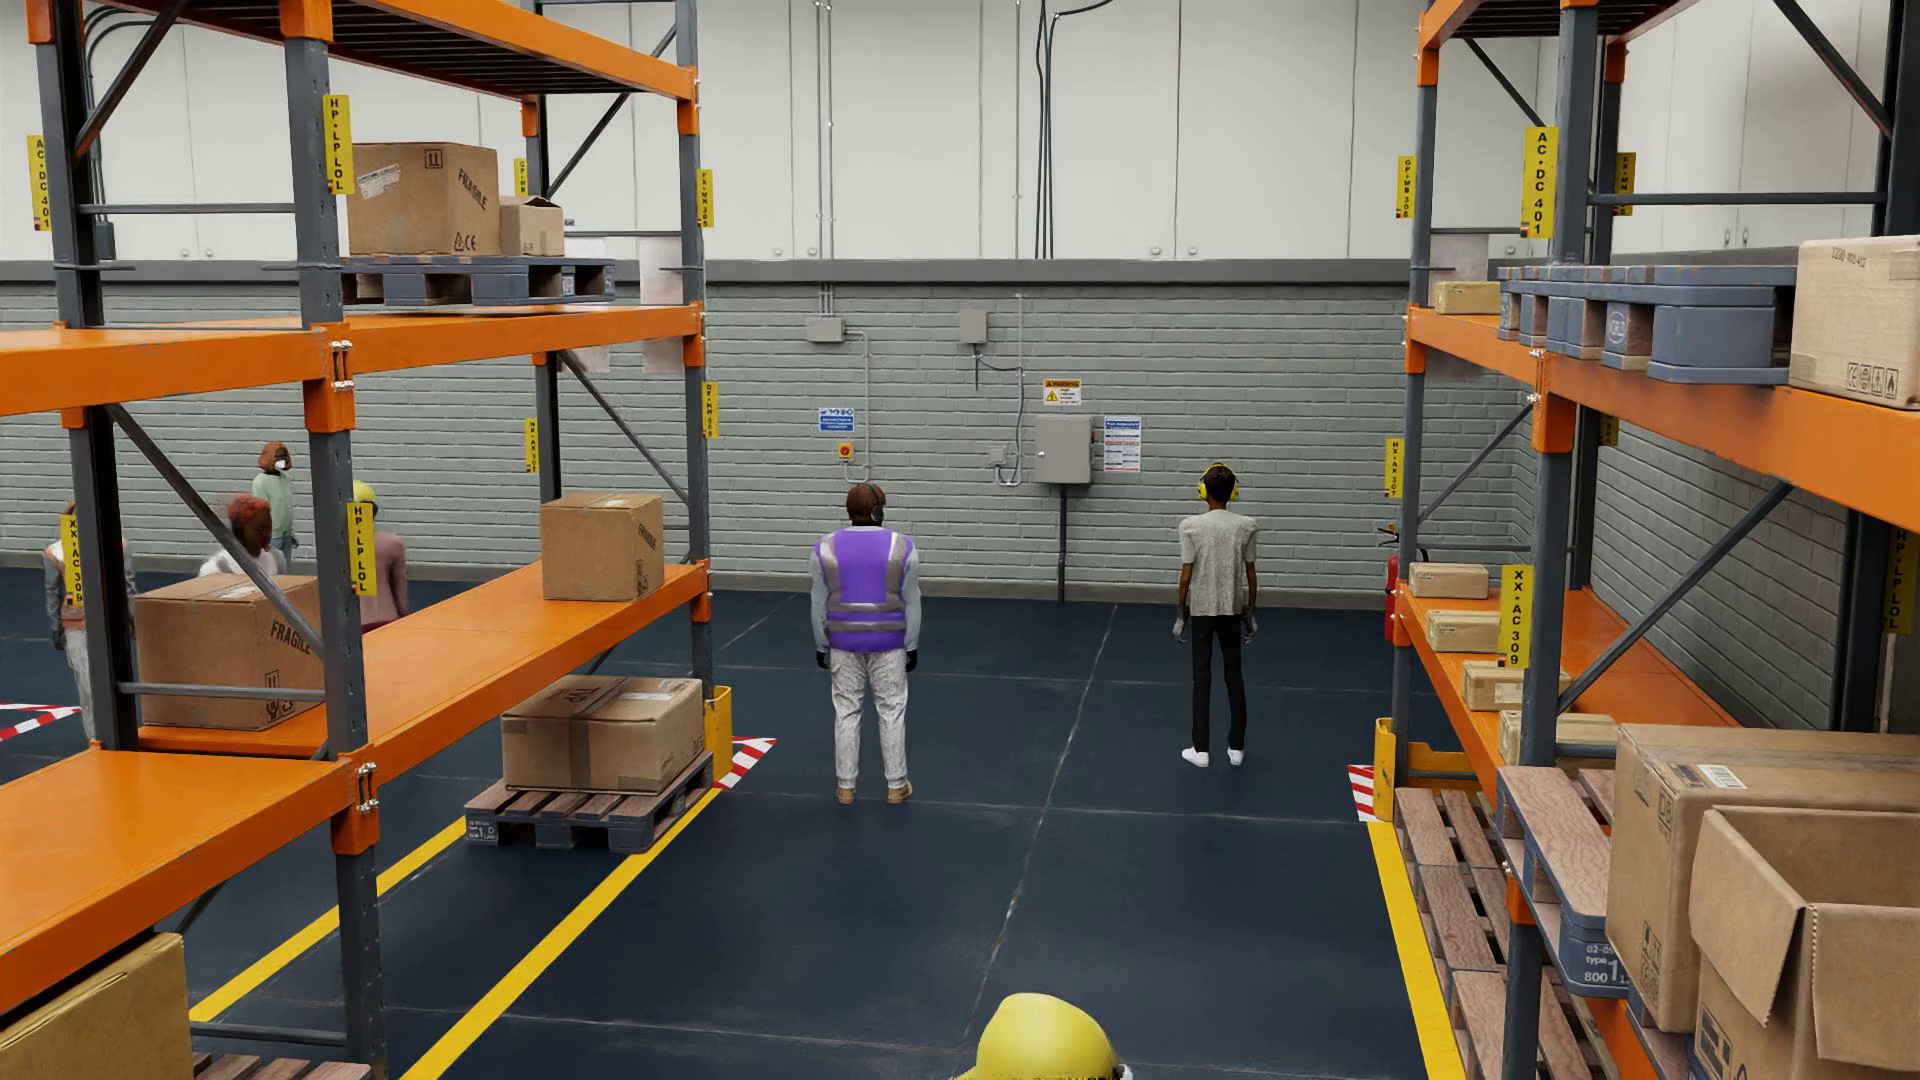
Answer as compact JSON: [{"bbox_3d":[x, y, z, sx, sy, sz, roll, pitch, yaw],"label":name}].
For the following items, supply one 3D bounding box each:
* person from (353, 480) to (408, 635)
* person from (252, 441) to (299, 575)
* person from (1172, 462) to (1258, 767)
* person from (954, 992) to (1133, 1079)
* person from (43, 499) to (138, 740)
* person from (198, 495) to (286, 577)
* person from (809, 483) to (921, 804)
[{"bbox_3d":[-3.648,0.527,10.215,0.530,1.730,0.326,-9,13,-43],"label":"person"},{"bbox_3d":[-5.669,-0.012,13.822,0.285,1.631,0.502,2,9,9],"label":"person"},{"bbox_3d":[1.566,0.460,10.192,0.535,1.868,0.309,-1,9,-8],"label":"person"},{"bbox_3d":[0.208,1.674,2.920,0.472,1.807,0.606,1,9,9],"label":"person"},{"bbox_3d":[-5.488,0.525,10.526,0.527,1.621,0.506,-6,11,-32],"label":"person"},{"bbox_3d":[-3.740,0.689,8.846,0.633,1.862,0.577,2,9,14],"label":"person"},{"bbox_3d":[-0.530,0.592,9.468,0.623,1.841,0.430,0,9,3],"label":"person"}]
